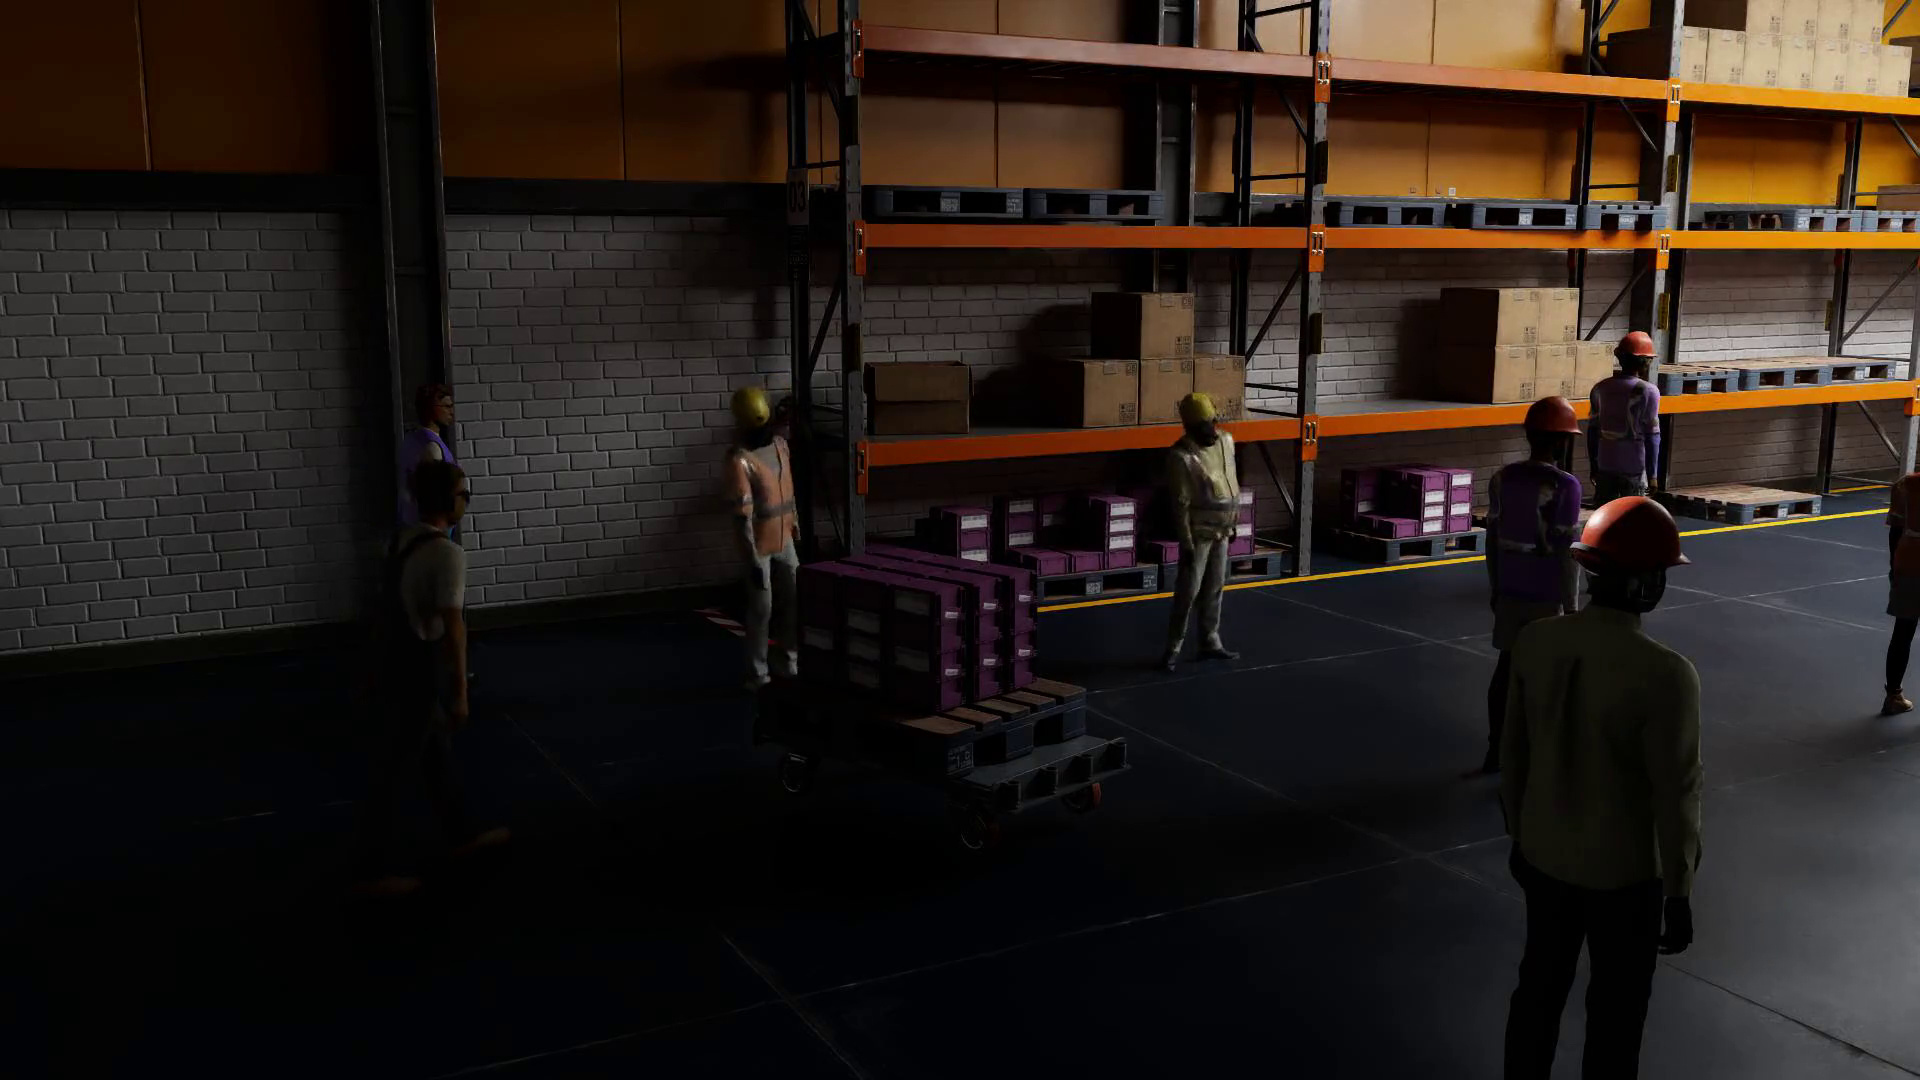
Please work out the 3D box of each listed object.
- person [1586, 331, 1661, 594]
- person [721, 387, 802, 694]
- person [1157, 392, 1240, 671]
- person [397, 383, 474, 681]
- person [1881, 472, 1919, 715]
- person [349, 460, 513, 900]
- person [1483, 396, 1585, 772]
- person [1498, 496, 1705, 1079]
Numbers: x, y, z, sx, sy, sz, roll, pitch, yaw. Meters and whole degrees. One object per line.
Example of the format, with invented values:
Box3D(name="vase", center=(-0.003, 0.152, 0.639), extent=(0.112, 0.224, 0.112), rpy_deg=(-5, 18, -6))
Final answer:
Box3D(name="person", center=(5.089, -0.569, 12.711), extent=(0.393, 2.041, 0.614), rpy_deg=(-5, 11, -28))
Box3D(name="person", center=(-1.141, 0.031, 9.753), extent=(0.442, 1.872, 0.693), rpy_deg=(7, 12, 34))
Box3D(name="person", center=(1.560, -0.057, 10.548), extent=(0.406, 1.780, 0.653), rpy_deg=(9, 14, 43))
Box3D(name="person", center=(-3.274, -0.046, 10.280), extent=(0.375, 1.840, 0.570), rpy_deg=(-5, 11, -28))
Box3D(name="person", center=(5.475, 0.187, 9.358), extent=(0.317, 1.695, 0.540), rpy_deg=(-5, 11, -28))
Box3D(name="person", center=(-2.241, 0.572, 6.943), extent=(0.820, 1.788, 0.537), rpy_deg=(-10, 14, -44))
Box3D(name="person", center=(2.890, 0.247, 8.324), extent=(0.376, 1.932, 0.551), rpy_deg=(-5, 11, -28))
Box3D(name="person", center=(1.769, 0.866, 4.586), extent=(0.397, 1.992, 0.622), rpy_deg=(-5, 11, -28))
